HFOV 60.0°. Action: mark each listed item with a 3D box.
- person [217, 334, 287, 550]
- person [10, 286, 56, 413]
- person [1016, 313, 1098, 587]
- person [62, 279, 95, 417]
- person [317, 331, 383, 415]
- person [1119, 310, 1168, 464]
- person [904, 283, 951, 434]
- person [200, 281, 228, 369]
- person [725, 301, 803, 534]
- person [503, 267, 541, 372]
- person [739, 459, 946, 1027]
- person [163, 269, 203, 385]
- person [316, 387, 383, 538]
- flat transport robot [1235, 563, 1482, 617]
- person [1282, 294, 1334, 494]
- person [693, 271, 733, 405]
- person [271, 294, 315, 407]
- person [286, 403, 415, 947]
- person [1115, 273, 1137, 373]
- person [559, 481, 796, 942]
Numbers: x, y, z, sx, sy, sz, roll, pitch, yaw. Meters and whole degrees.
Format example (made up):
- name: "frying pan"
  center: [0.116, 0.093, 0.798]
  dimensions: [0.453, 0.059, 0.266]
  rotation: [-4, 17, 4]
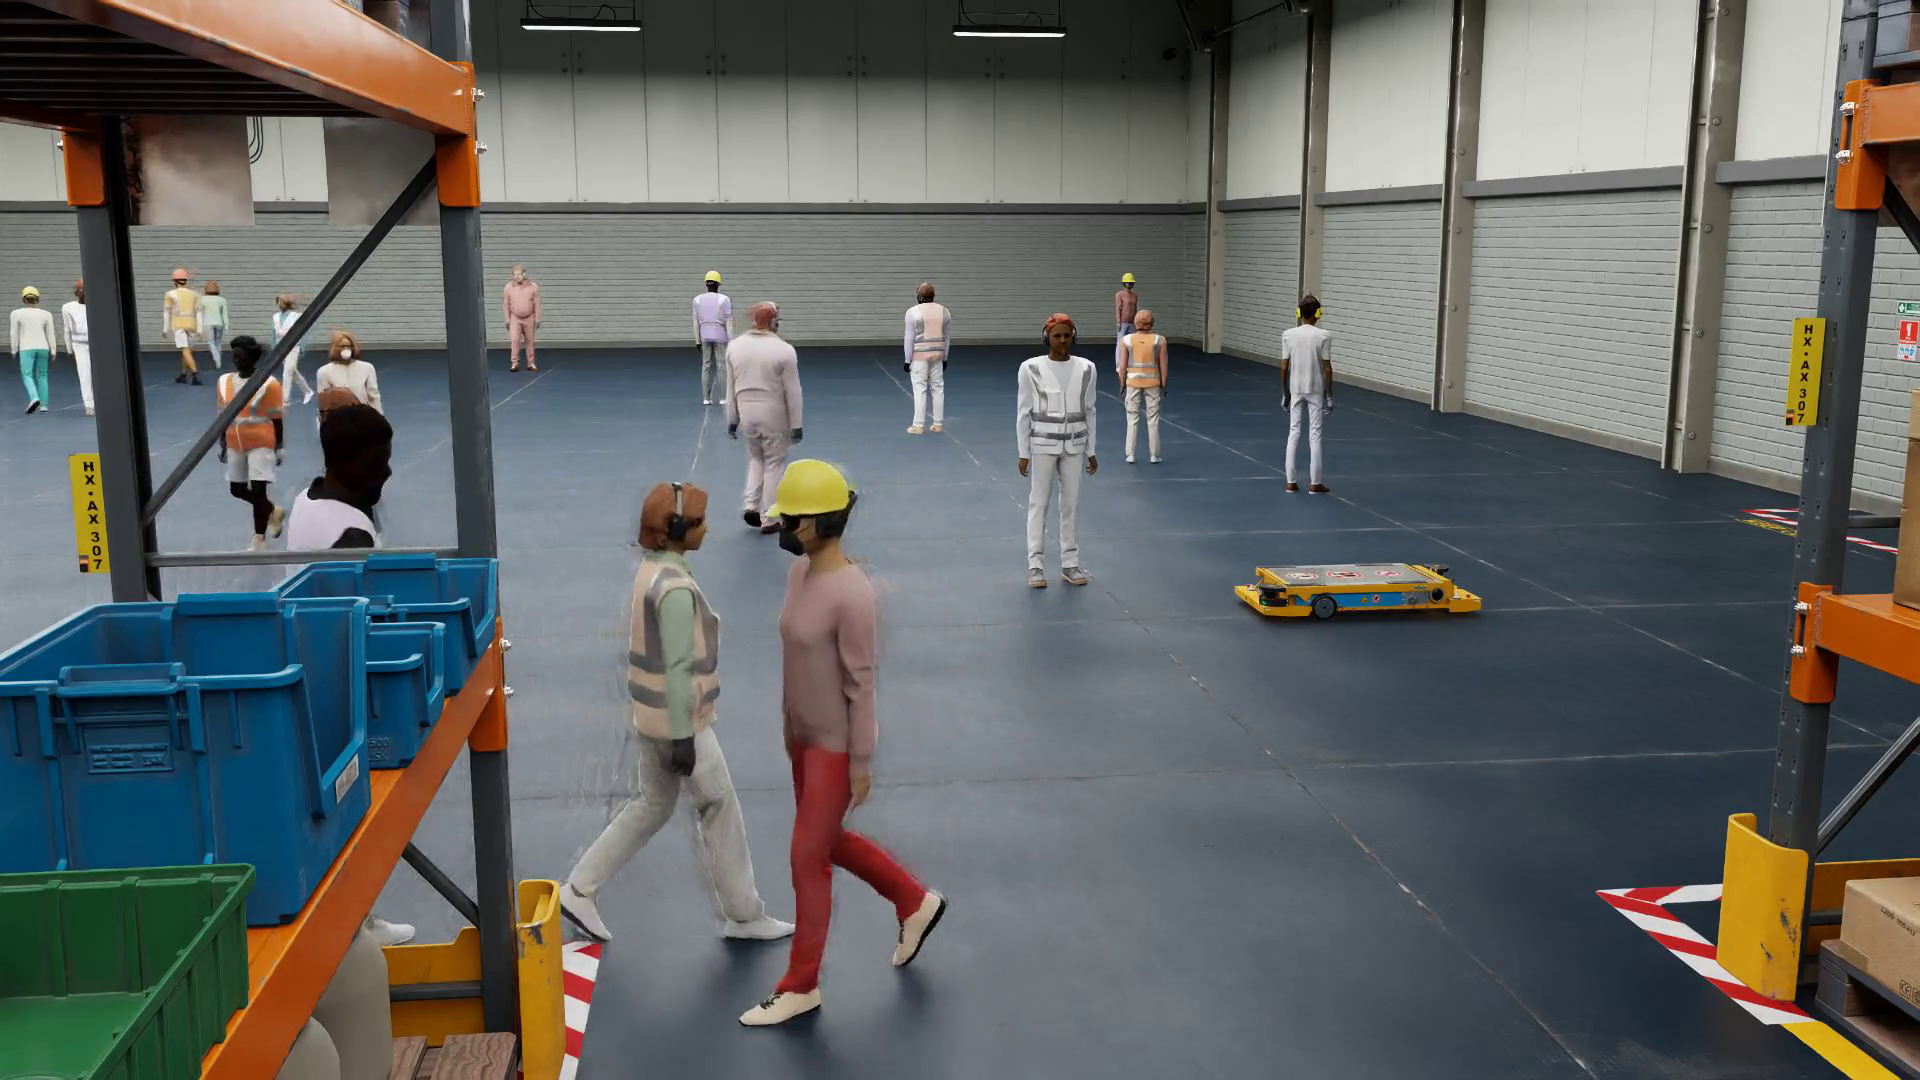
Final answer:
- name: "person"
  center: [-5.338, -0.727, 12.624]
  dimensions: [0.543, 1.682, 0.627]
  rotation: [3, 11, 14]
- name: "person"
  center: [-12.646, -2.593, 22.740]
  dimensions: [0.545, 1.730, 0.671]
  rotation: [-8, 13, -37]
- name: "person"
  center: [0.673, -0.615, 11.477]
  dimensions: [0.583, 1.882, 0.350]
  rotation: [-3, 11, -16]
- name: "person"
  center: [-11.862, -2.628, 22.661]
  dimensions: [0.584, 1.844, 0.975]
  rotation: [-6, 12, -28]
- name: "person"
  center: [-5.338, -1.030, 14.530]
  dimensions: [0.496, 1.599, 0.824]
  rotation: [-8, 13, -38]
- name: "person"
  center: [1.947, -1.622, 17.672]
  dimensions: [0.522, 1.636, 0.311]
  rotation: [2, 10, 9]
- name: "person"
  center: [-0.419, -2.219, 20.379]
  dimensions: [0.627, 1.846, 0.429]
  rotation: [-6, 12, -31]
- name: "person"
  center: [-13.548, -3.898, 30.212]
  dimensions: [0.501, 1.611, 0.694]
  rotation: [-8, 13, -37]
- name: "person"
  center: [-1.560, -0.989, 13.518]
  dimensions: [0.670, 1.883, 0.450]
  rotation: [5, 11, 24]
- name: "person"
  center: [-7.819, -3.936, 29.736]
  dimensions: [0.651, 1.871, 0.658]
  rotation: [-3, 11, -15]
- name: "person"
  center: [-0.365, 0.606, 5.184]
  dimensions: [0.715, 1.746, 0.531]
  rotation: [-5, 12, -26]
- name: "person"
  center: [-12.623, -3.462, 27.093]
  dimensions: [0.989, 1.895, 0.545]
  rotation: [8, 13, 37]
- name: "person"
  center: [-3.307, -0.004, 8.836]
  dimensions: [0.585, 1.610, 0.530]
  rotation: [-4, 11, -21]
- name: "flat transport robot"
  center: [2.570, 0.315, 10.798]
  dimensions: [1.431, 0.197, 0.652]
  rotation: [-1, 10, -7]
- name: "person"
  center: [3.269, -1.365, 15.631]
  dimensions: [0.510, 1.870, 0.328]
  rotation: [6, 12, 29]
- name: "person"
  center: [-3.519, -2.882, 23.797]
  dimensions: [0.586, 1.923, 0.371]
  rotation: [2, 11, 12]
- name: "person"
  center: [-9.535, -2.705, 23.706]
  dimensions: [0.528, 1.603, 0.829]
  rotation: [5, 11, 23]
- name: "person"
  center: [-1.993, 0.483, 5.438]
  dimensions: [0.443, 1.879, 0.628]
  rotation: [-5, 12, -28]
- name: "person"
  center: [2.966, -3.843, 29.498]
  dimensions: [0.525, 1.769, 0.310]
  rotation: [-9, 14, -41]
- name: "person"
  center: [-0.996, 0.598, 5.605]
  dimensions: [0.792, 1.610, 0.528]
  rotation: [-3, 11, -18]
